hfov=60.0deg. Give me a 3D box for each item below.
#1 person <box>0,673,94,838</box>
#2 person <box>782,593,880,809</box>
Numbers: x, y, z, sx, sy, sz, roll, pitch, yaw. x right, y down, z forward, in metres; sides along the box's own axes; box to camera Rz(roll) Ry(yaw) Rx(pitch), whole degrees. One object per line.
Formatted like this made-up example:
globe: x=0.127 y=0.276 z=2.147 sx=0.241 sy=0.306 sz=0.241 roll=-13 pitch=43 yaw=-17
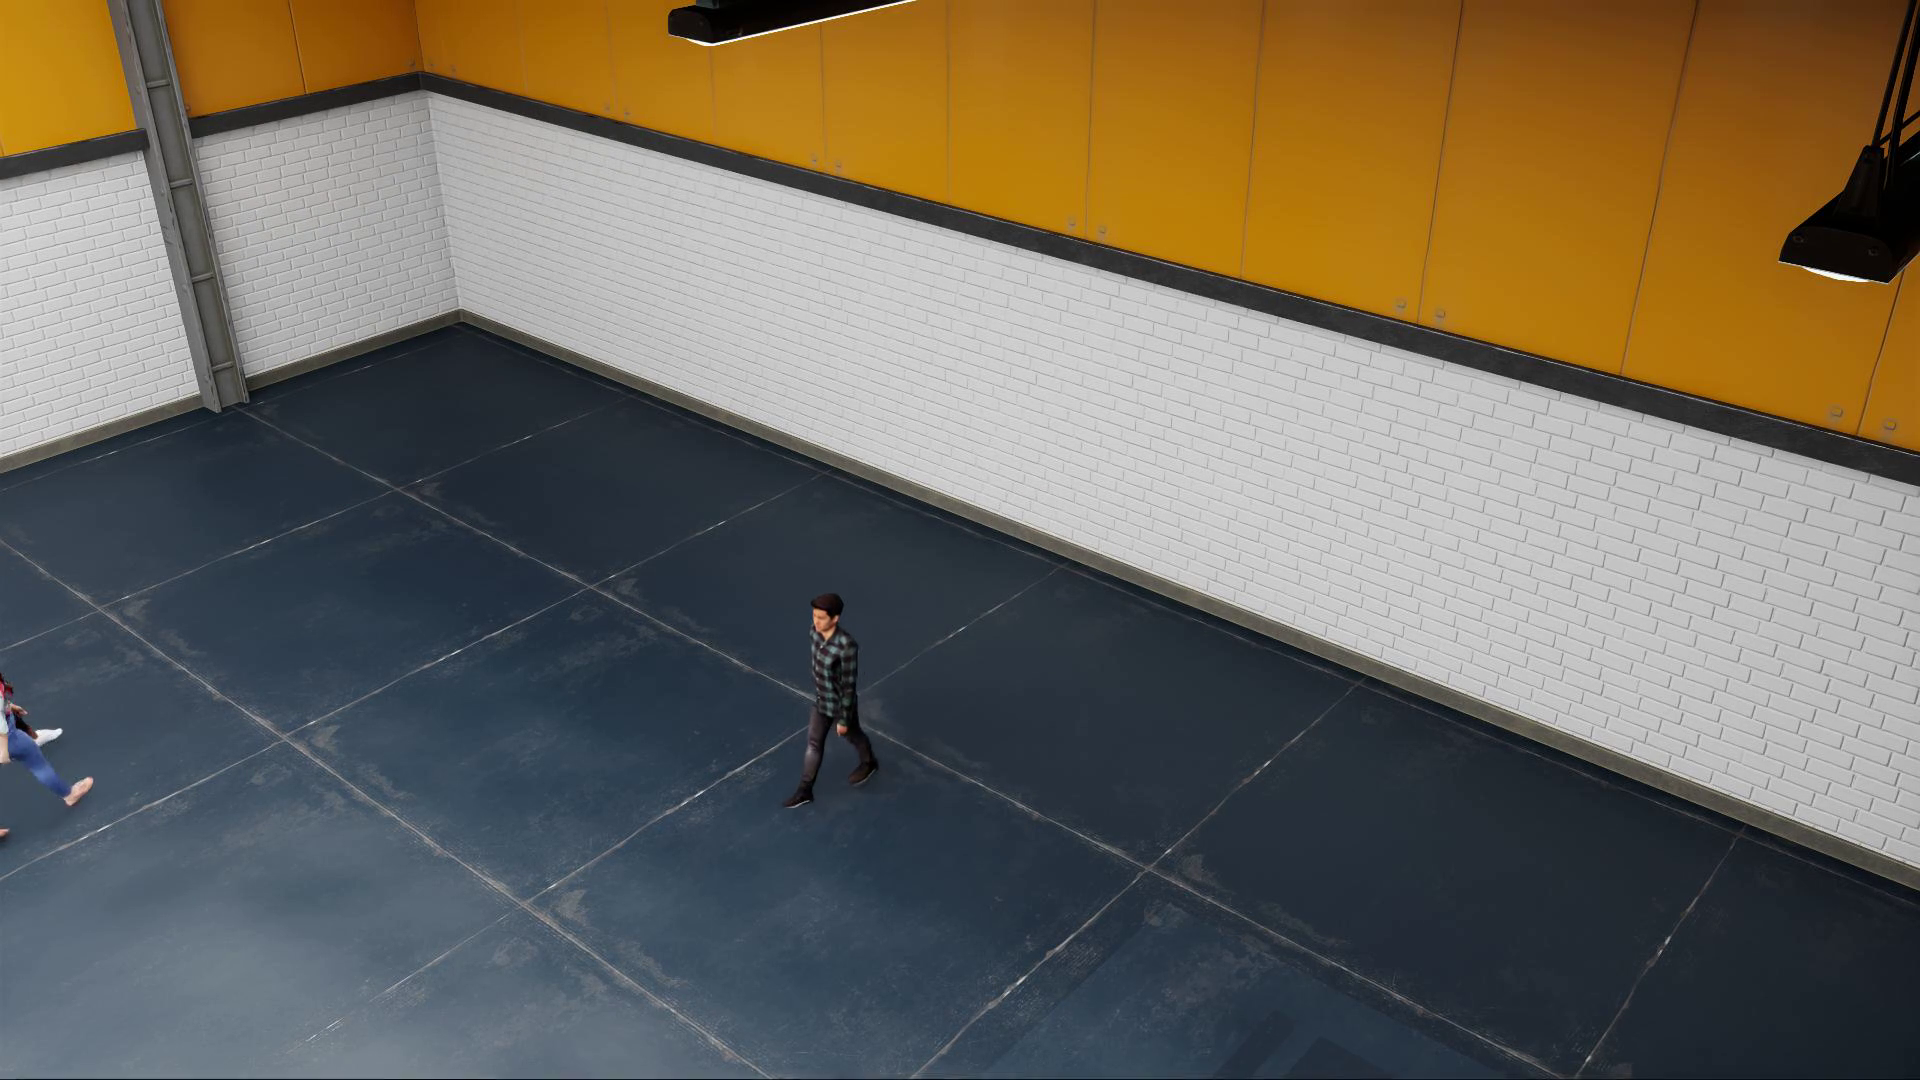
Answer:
person: x=-6.685 y=1.400 z=11.404 sx=0.725 sy=1.562 sz=1.114 roll=15 pitch=32 yaw=25
person: x=-0.830 y=1.084 z=11.747 sx=1.099 sy=1.676 sz=0.756 roll=-26 pitch=38 yaw=-38
